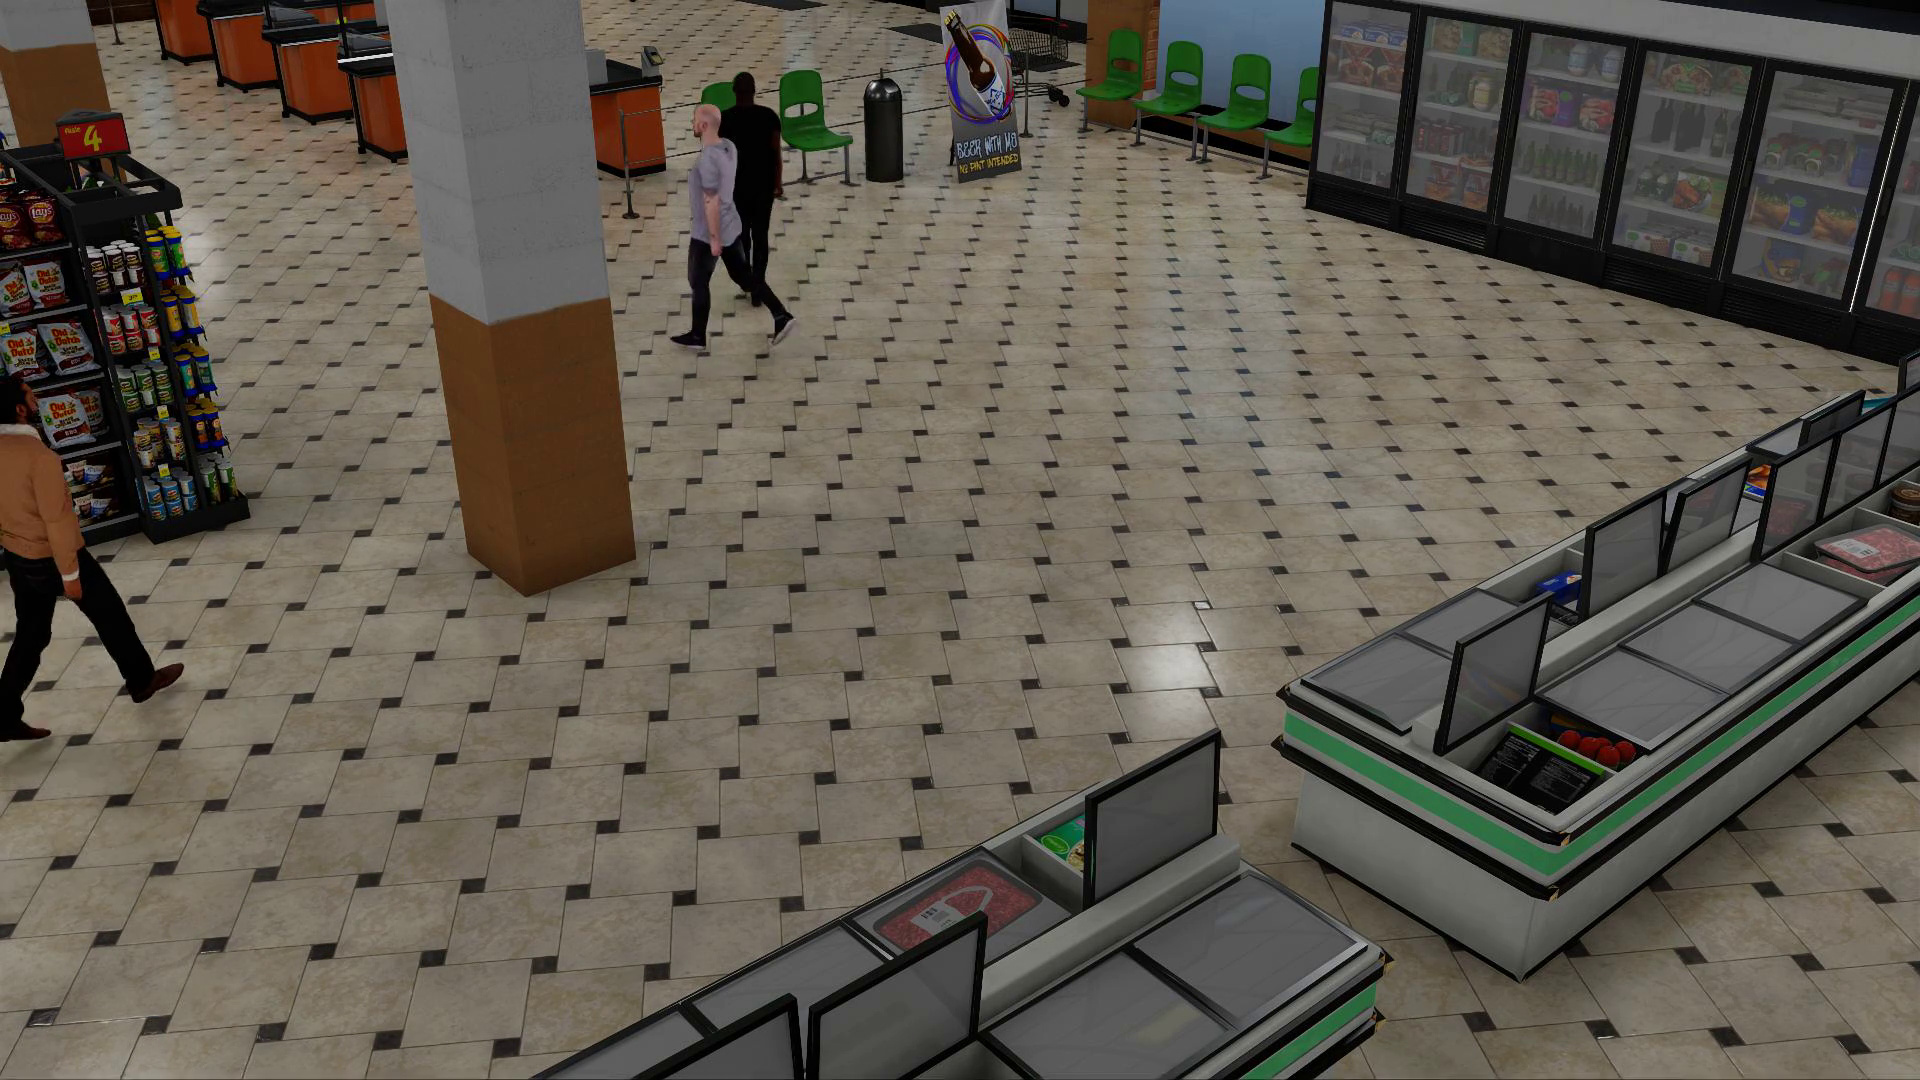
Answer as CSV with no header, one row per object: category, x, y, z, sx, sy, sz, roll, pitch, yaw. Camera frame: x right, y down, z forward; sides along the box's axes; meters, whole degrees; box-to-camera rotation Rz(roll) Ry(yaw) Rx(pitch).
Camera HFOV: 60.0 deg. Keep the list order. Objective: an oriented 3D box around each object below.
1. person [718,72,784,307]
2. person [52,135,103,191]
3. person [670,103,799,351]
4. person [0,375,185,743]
person,-1.628,-2.711,13.001,0.823,1.807,0.892,-2,27,-3
person,-5.637,-1.758,11.030,0.737,1.890,0.776,-8,28,-15
person,-1.657,-2.223,12.036,1.148,1.810,1.222,8,28,16
person,-4.181,0.134,7.481,0.985,1.725,1.263,13,30,24
